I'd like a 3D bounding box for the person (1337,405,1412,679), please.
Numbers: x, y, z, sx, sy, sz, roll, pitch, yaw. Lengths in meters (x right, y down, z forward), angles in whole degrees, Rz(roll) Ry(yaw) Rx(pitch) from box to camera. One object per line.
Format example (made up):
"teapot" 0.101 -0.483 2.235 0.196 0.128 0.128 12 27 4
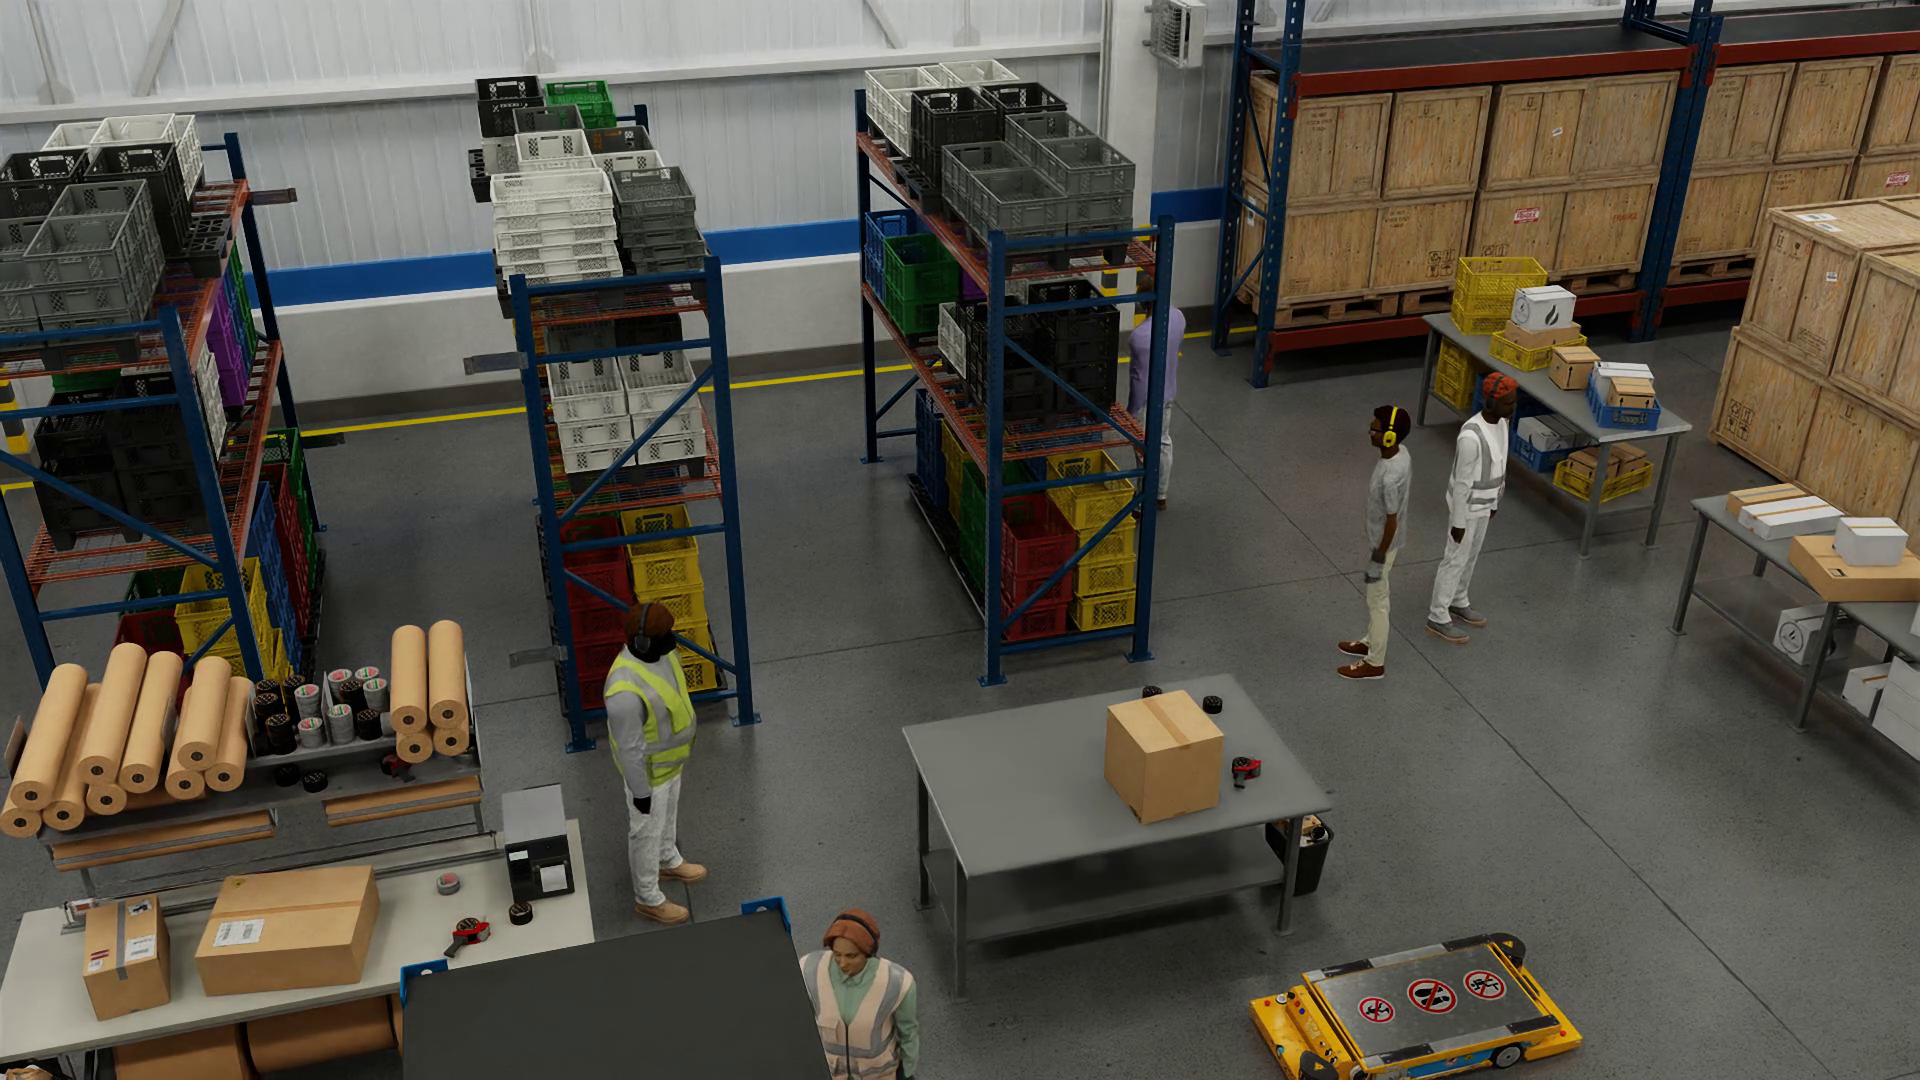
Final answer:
"person" 2.622 0.022 10.443 0.336 1.873 0.521 8 30 15

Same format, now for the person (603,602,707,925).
"person" -1.549 1.119 8.493 0.430 1.837 0.629 4 29 7

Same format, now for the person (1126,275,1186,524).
"person" 1.405 -1.049 12.322 0.372 1.940 0.631 17 33 29

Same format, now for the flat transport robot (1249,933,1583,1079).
"flat transport robot" 2.184 2.282 7.980 1.431 0.197 0.652 -8 30 -14

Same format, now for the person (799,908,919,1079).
"person" -0.421 2.154 6.798 0.513 1.642 0.313 5 29 9

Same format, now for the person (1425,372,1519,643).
"person" 3.365 -0.225 10.892 0.343 1.875 0.578 21 35 34
